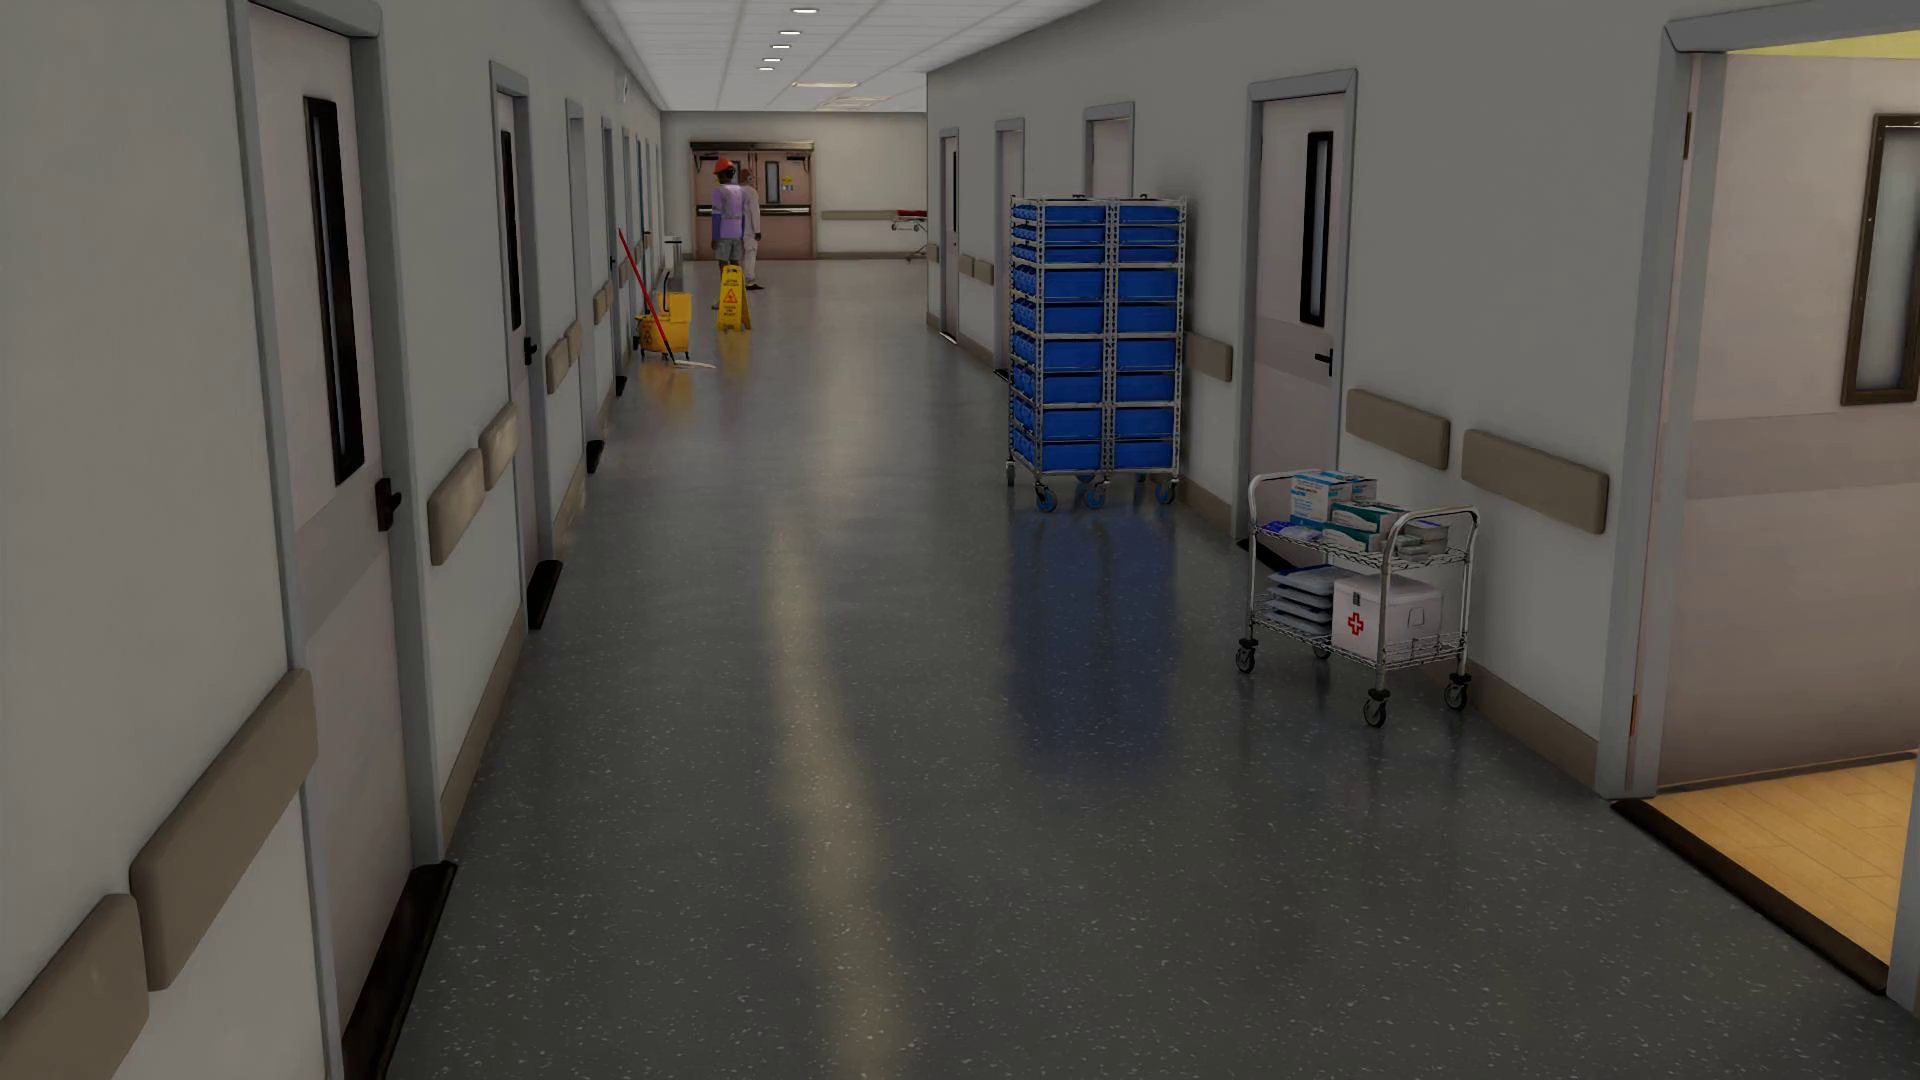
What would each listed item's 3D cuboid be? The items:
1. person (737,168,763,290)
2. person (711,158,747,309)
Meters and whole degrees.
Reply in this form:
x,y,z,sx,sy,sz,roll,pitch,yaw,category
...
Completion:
x,y,z,sx,sy,sz,roll,pitch,yaw,category
-3.360,-4.911,26.300,0.400,1.899,0.640,-11,17,-41,person
-3.163,-4.147,22.608,0.410,2.028,0.617,9,15,34,person
